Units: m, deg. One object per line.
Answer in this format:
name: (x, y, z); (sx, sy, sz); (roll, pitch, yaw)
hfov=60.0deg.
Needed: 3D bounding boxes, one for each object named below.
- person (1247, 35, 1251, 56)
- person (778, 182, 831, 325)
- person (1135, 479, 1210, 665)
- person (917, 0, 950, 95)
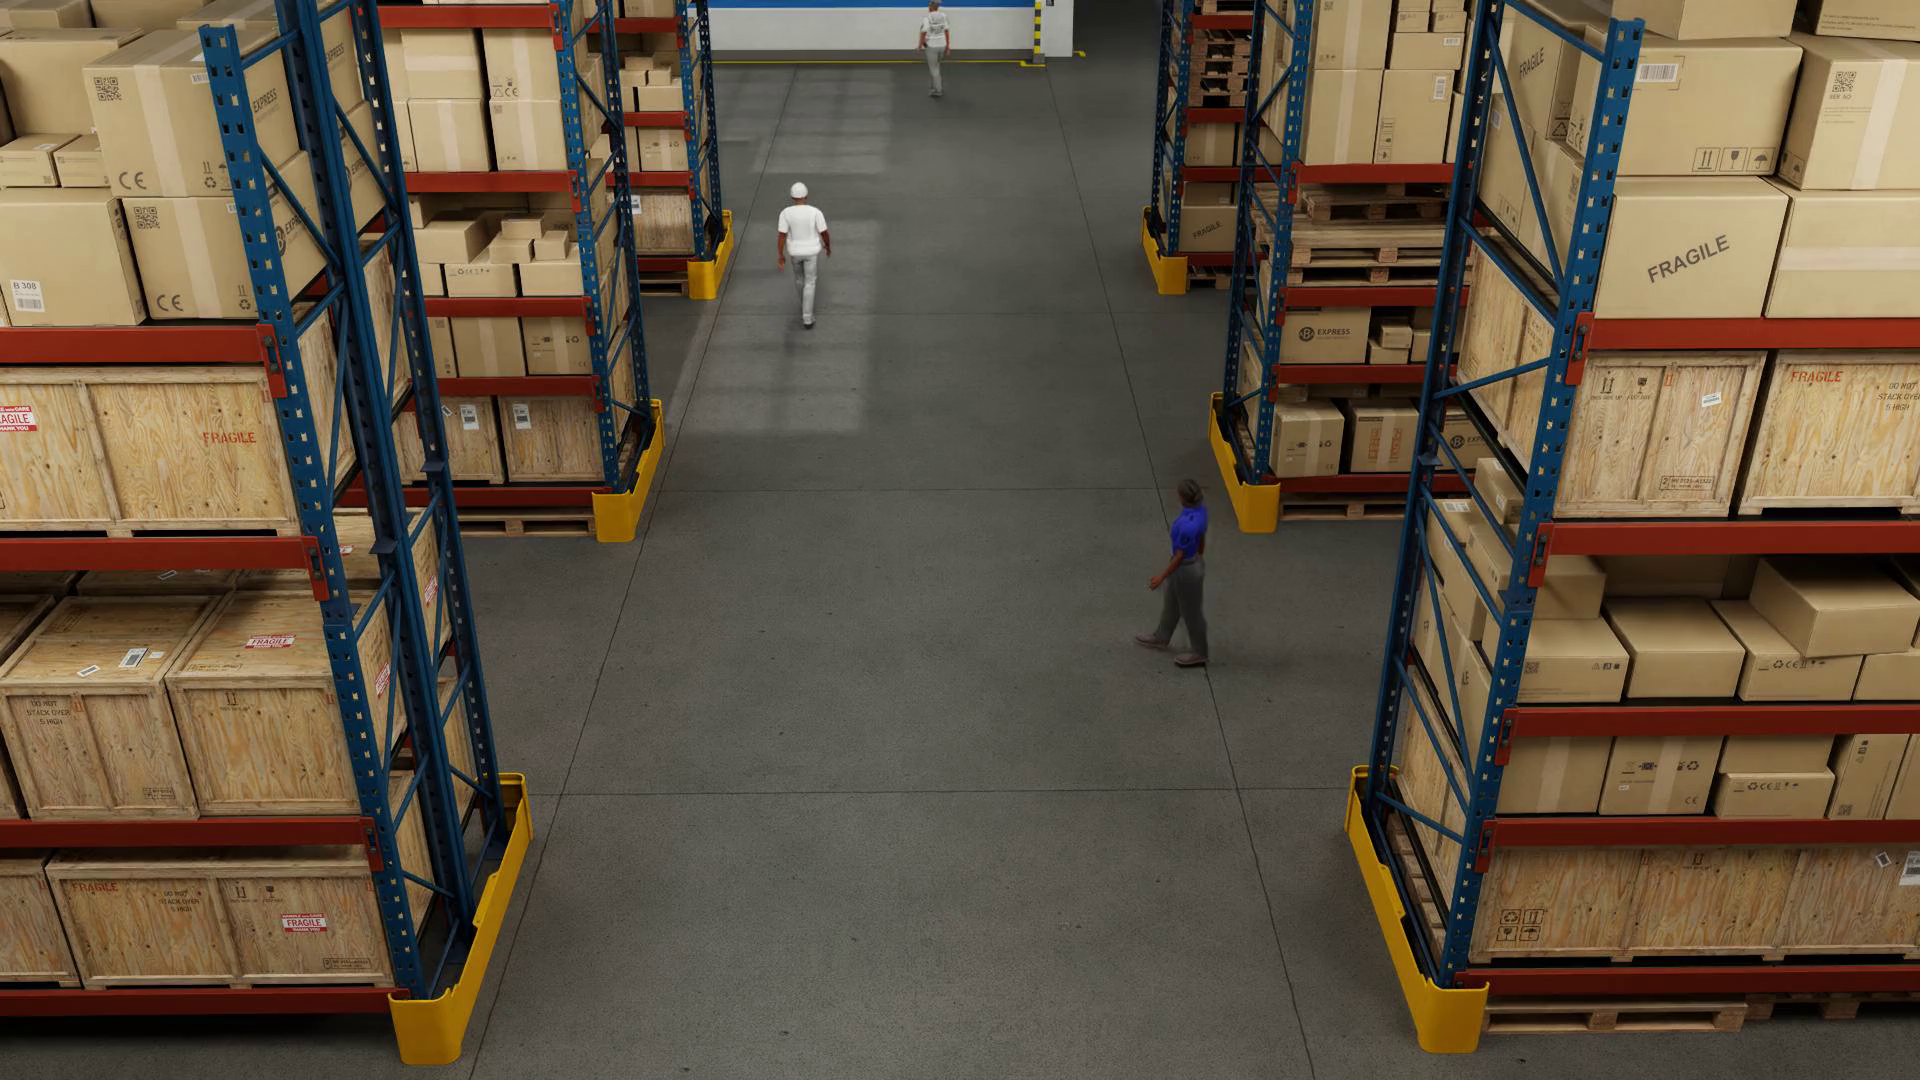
person: (5.098, -8.872, 30.375); (0.950, 1.757, 0.625); (1, 28, 2)
person: (-1.917, -3.613, 20.638); (0.605, 1.729, 1.001); (3, 28, 6)
person: (1.760, 0.254, 13.505); (0.644, 1.654, 0.466); (6, 29, 11)
person: (-0.522, -9.223, 31.029); (0.568, 1.768, 0.650); (-21, 35, -34)
